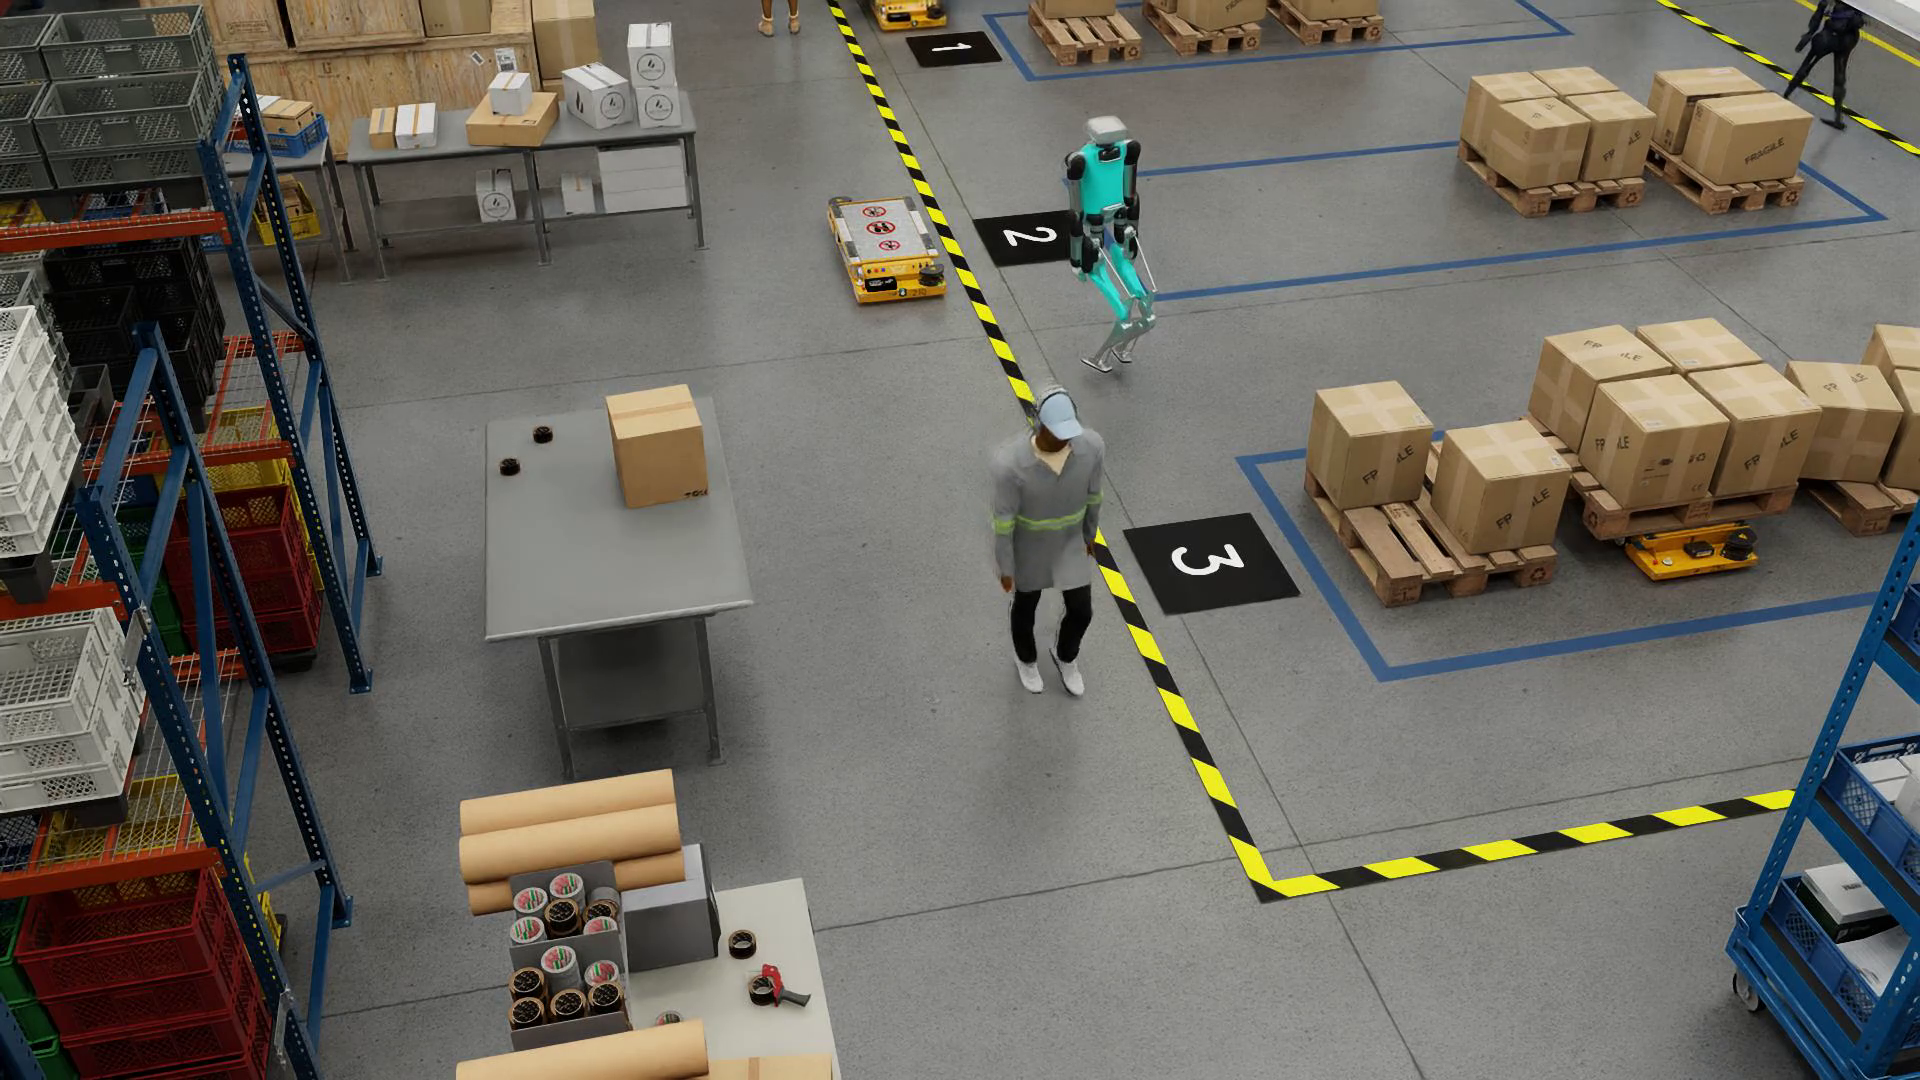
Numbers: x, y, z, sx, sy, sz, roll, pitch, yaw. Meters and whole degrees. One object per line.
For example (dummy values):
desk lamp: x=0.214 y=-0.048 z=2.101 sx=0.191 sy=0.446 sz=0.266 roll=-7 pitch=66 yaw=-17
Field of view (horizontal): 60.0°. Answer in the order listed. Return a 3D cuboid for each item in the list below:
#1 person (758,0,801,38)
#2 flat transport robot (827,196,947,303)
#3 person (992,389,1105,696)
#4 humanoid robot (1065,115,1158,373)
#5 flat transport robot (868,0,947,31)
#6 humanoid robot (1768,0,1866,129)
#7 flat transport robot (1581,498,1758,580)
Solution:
person: x=-1.801 y=-5.870 z=15.957 sx=0.606 sy=2.045 sz=0.372 roll=-10 pitch=38 yaw=-13
flat transport robot: x=-0.570 y=-2.220 z=12.538 sx=0.659 sy=0.231 sz=1.431 roll=-8 pitch=37 yaw=-10
person: x=0.434 y=0.042 z=8.183 sx=0.591 sy=1.836 sz=0.550 roll=-9 pitch=38 yaw=-12
humanoid robot: x=1.031 y=-1.826 z=10.665 sx=0.533 sy=1.677 sz=0.735 roll=-20 pitch=41 yaw=-24
flat transport robot: x=-0.605 y=-5.568 z=17.013 sx=0.652 sy=0.197 sz=1.431 roll=-8 pitch=37 yaw=-10
humanoid robot: x=7.537 y=-4.424 z=14.352 sx=0.593 sy=1.624 sz=0.774 roll=-14 pitch=39 yaw=-18
flat transport robot: x=4.062 y=-0.294 z=9.926 sx=0.652 sy=0.197 sz=1.431 roll=-8 pitch=37 yaw=-10
